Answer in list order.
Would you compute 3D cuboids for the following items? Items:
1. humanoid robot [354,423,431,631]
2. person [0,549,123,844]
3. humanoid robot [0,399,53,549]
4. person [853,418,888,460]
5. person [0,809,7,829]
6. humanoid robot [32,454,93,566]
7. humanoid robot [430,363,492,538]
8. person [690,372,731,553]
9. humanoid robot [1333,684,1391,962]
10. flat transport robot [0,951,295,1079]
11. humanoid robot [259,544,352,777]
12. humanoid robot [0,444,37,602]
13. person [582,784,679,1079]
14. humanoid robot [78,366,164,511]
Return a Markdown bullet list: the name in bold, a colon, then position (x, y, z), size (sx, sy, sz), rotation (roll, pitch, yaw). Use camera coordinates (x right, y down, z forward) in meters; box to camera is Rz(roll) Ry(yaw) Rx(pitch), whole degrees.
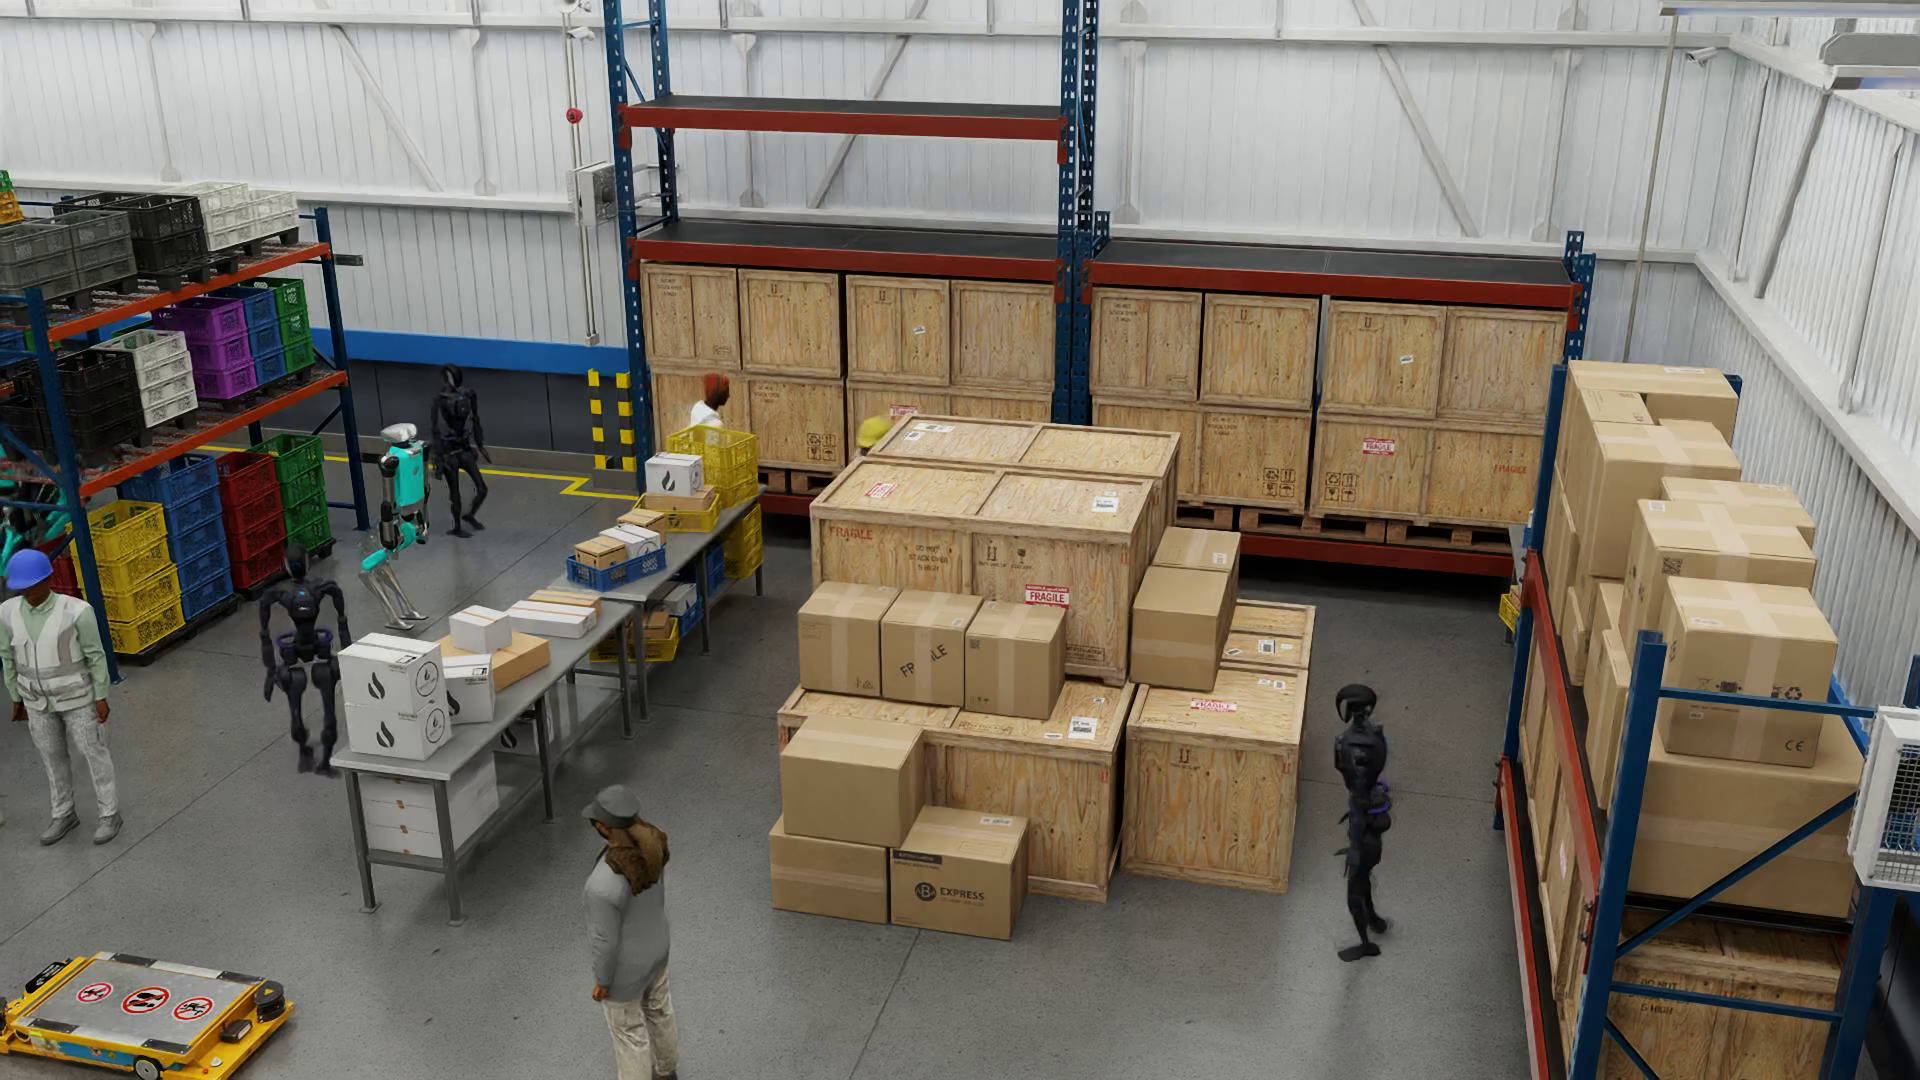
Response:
- **humanoid robot**: position (-4.536, -0.121, 13.166), size (0.739, 1.692, 0.533), rotation (7, 22, 18)
- **person**: position (-5.525, 0.958, 10.191), size (0.616, 1.944, 0.397), rotation (0, 21, 1)
- **humanoid robot**: position (-8.026, -0.445, 14.249), size (0.637, 1.630, 0.419), rotation (9, 23, 22)
- **person**: position (-0.650, -0.135, 13.260), size (0.599, 1.794, 0.735), rotation (17, 27, 37)
- **person**: position (-6.286, 0.916, 10.187), size (0.601, 2.036, 0.398), rotation (7, 22, 17)
- **humanoid robot**: position (-7.615, -0.378, 13.976), size (0.536, 1.770, 0.771), rotation (18, 27, 38)
- **humanoid robot**: position (-4.589, -0.818, 15.210), size (0.368, 1.645, 0.597), rotation (13, 24, 30)
- **person**: position (-2.218, -0.543, 14.251), size (0.713, 1.856, 0.626), rotation (-9, 23, -23)
- **humanoid robot**: position (2.206, 1.530, 9.092), size (0.417, 1.636, 0.668), rotation (4, 21, 11)
- **flat transport robot**: position (-4.270, 2.464, 8.601), size (1.431, 0.231, 0.659), rotation (5, 22, 13)
- **humanoid robot**: position (-4.317, 0.807, 11.002), size (0.605, 1.653, 0.360), rotation (-12, 24, -29)
- **humanoid robot**: position (-7.742, -0.084, 13.235), size (0.555, 1.772, 0.781), rotation (2, 21, 6)
- **person**: position (-1.542, 1.952, 7.834), size (0.398, 1.767, 0.574), rotation (7, 22, 19)
- **humanoid robot**: position (-7.441, -0.726, 14.845), size (0.758, 1.765, 0.543), rotation (-16, 26, -37)
